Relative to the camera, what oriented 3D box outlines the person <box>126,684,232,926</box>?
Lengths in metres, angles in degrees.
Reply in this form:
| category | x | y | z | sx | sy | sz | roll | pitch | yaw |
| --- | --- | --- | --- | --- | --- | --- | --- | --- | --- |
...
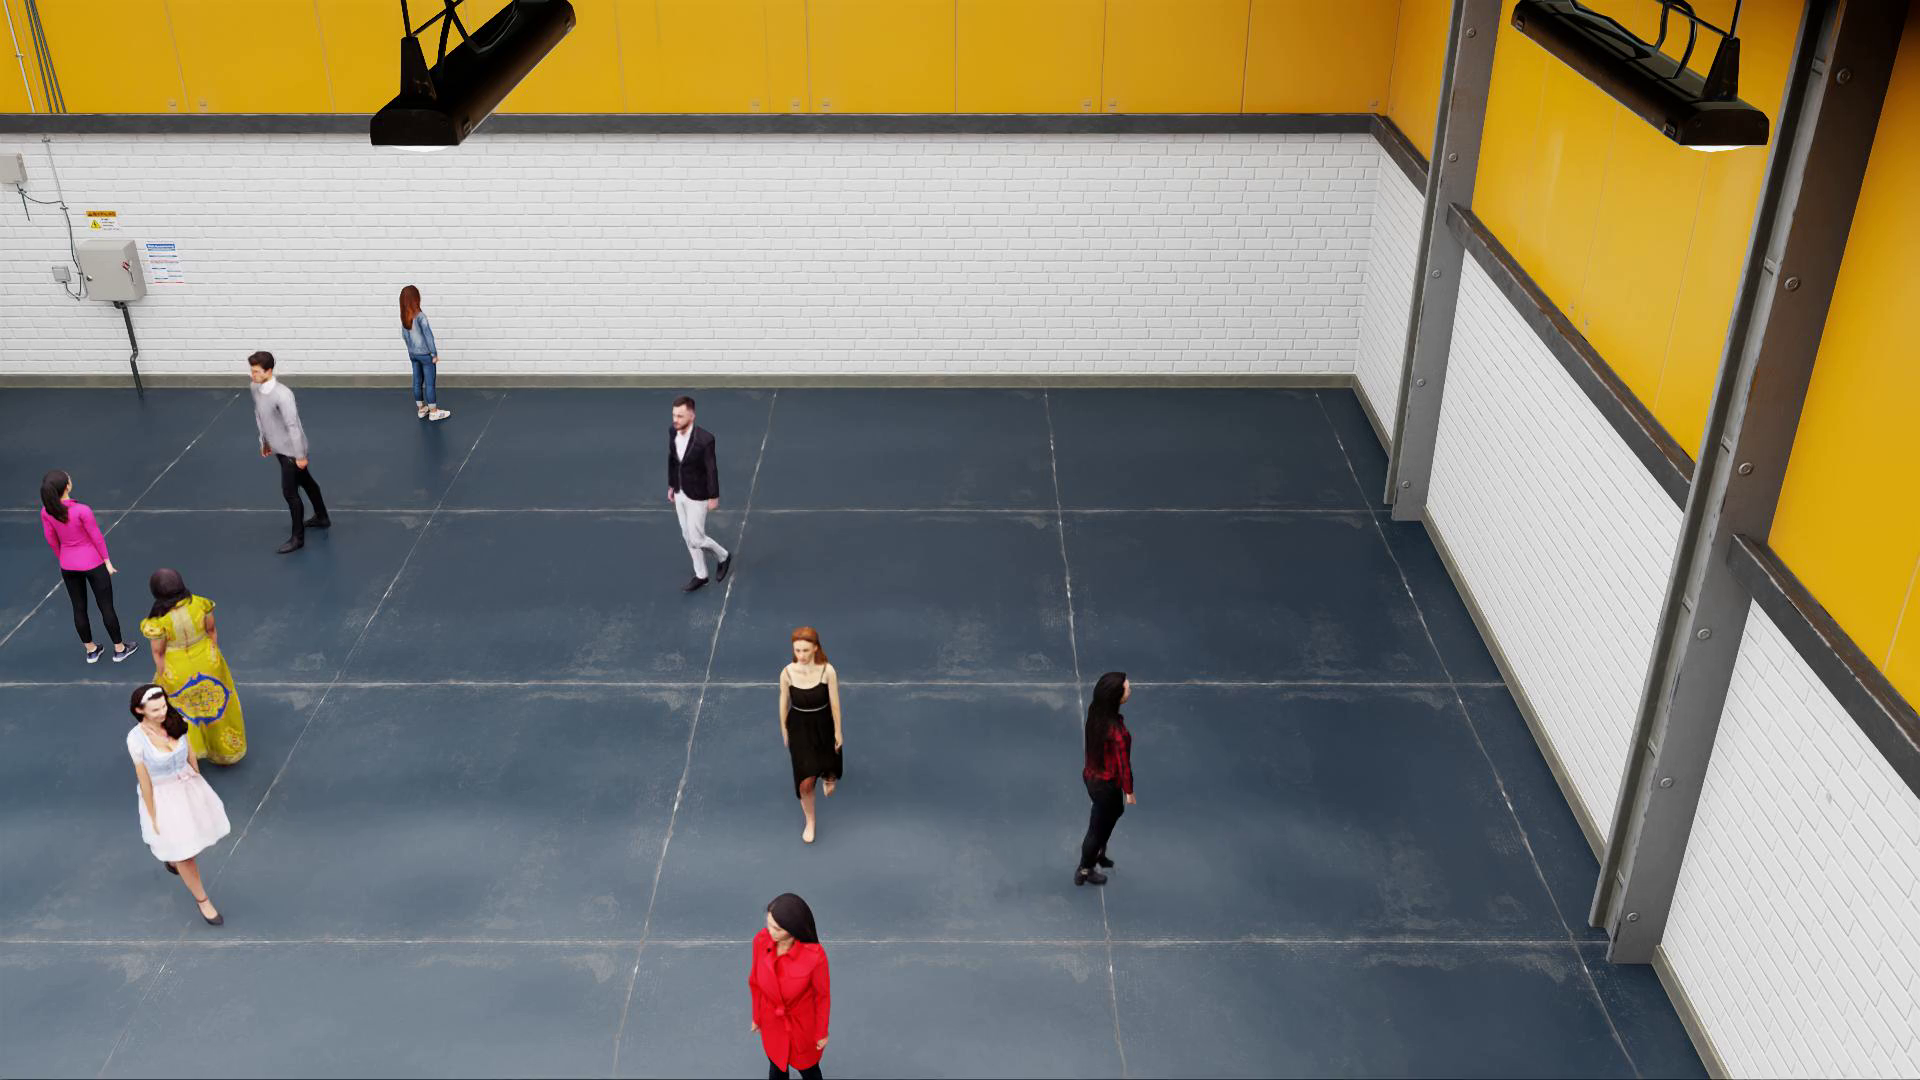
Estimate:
| category | x | y | z | sx | sy | sz | roll | pitch | yaw |
| --- | --- | --- | --- | --- | --- | --- | --- | --- | --- |
| person | -5.033 | 1.657 | 10.551 | 1.003 | 1.798 | 0.992 | 18 | 33 | 29 |

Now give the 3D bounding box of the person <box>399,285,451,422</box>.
| category | x | y | z | sx | sy | sz | roll | pitch | yaw |
| --- | --- | --- | --- | --- | --- | --- | --- | --- | --- |
| person | -5.696 | -1.982 | 17.558 | 0.645 | 1.476 | 0.660 | 17 | 33 | 28 |

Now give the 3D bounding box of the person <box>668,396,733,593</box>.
| category | x | y | z | sx | sy | sz | roll | pitch | yaw |
| --- | --- | --- | --- | --- | --- | --- | --- | --- | --- |
| person | -2.229 | -0.426 | 14.341 | 0.858 | 1.825 | 0.919 | 22 | 36 | 35 |

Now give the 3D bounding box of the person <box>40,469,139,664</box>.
| category | x | y | z | sx | sy | sz | roll | pitch | yaw |
| --- | --- | --- | --- | --- | --- | --- | --- | --- | --- |
| person | -7.028 | 0.206 | 13.314 | 0.569 | 1.698 | 0.553 | 0 | 29 | 0 |

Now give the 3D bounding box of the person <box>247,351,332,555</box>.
| category | x | y | z | sx | sy | sz | roll | pitch | yaw |
| --- | --- | --- | --- | --- | --- | --- | --- | --- | --- |
| person | -6.042 | -0.865 | 15.074 | 1.072 | 1.894 | 1.014 | -21 | 35 | -34 |

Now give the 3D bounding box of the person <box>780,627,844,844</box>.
| category | x | y | z | sx | sy | sz | roll | pitch | yaw |
| --- | --- | --- | --- | --- | --- | --- | --- | --- | --- |
| person | -1.005 | 1.276 | 11.449 | 0.588 | 1.606 | 0.809 | -1 | 29 | -1 |

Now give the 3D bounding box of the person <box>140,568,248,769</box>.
| category | x | y | z | sx | sy | sz | roll | pitch | yaw |
| --- | --- | --- | --- | --- | --- | --- | --- | --- | --- |
| person | -5.503 | 0.966 | 11.975 | 1.001 | 1.646 | 0.940 | 25 | 37 | 38 |

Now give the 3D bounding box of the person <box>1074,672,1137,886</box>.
| category | x | y | z | sx | sy | sz | roll | pitch | yaw |
| --- | --- | --- | --- | --- | --- | --- | --- | --- | --- |
| person | 0.857 | 1.592 | 10.827 | 0.711 | 1.646 | 0.601 | -7 | 29 | -13 |

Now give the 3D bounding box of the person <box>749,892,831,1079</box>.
| category | x | y | z | sx | sy | sz | roll | pitch | yaw |
| --- | --- | --- | --- | --- | --- | --- | --- | --- | --- |
| person | -0.902 | 2.578 | 8.912 | 0.704 | 1.749 | 0.726 | 11 | 30 | 19 |
